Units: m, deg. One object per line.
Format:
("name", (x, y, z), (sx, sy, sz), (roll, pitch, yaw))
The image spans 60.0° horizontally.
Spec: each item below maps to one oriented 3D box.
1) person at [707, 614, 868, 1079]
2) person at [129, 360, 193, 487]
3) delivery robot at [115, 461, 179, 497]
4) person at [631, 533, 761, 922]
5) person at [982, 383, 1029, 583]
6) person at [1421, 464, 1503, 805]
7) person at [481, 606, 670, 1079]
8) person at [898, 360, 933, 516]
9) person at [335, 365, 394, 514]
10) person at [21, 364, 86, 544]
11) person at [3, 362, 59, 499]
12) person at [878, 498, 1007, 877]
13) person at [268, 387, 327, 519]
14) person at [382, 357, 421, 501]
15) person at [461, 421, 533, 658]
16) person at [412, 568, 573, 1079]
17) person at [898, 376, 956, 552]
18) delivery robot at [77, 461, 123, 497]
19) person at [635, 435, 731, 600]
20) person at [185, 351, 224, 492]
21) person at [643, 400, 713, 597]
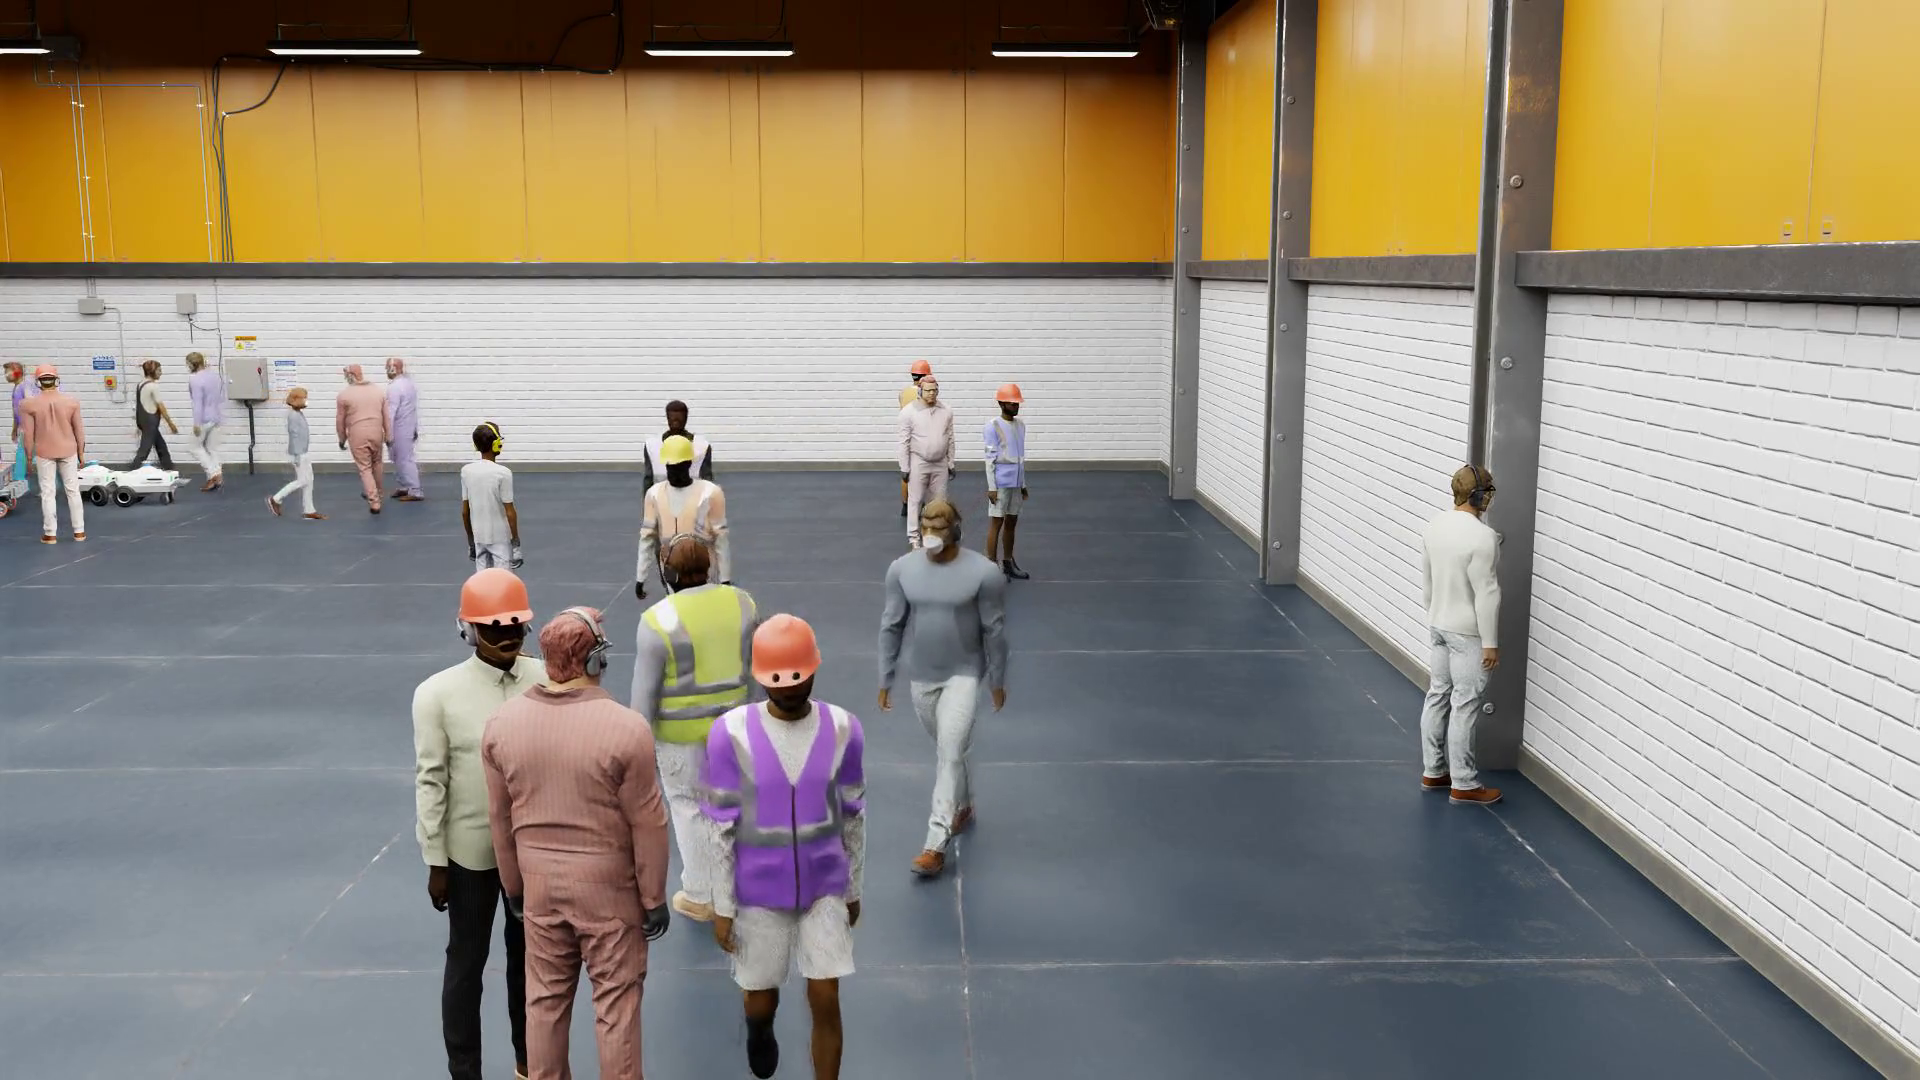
("person", (-0.600, 1.157, 5.736), (0.563, 1.912, 0.710), (-3, 10, -17))
("person", (-11.071, -1.560, 22.781), (0.940, 1.795, 0.496), (-8, 12, -42))
("delivery robot", (-10.445, -0.766, 21.380), (0.707, 0.478, 0.477), (-2, 9, -12))
("person", (-1.232, 0.873, 7.717), (0.658, 1.828, 0.446), (-9, 13, -43))
("person", (0.468, -0.558, 16.159), (0.357, 1.938, 0.542), (8, 12, 40))
("person", (2.863, 0.531, 9.481), (0.372, 1.940, 0.627), (-3, 10, -17))
("person", (-1.274, 1.168, 5.676), (0.642, 1.909, 0.409), (3, 10, 15))
("person", (-0.501, -1.230, 20.313), (0.542, 1.933, 0.383), (8, 13, 42))
("person", (-7.489, -1.270, 20.829), (0.667, 1.846, 0.949), (-9, 13, -44))
("person", (-10.025, -0.950, 18.419), (0.609, 1.986, 0.391), (-7, 12, -37))
("person", (-12.408, -1.434, 21.942), (0.868, 1.799, 0.596), (-7, 12, -37))
("person", (-0.097, 0.709, 8.590), (0.652, 1.880, 1.035), (4, 10, 22))
("person", (-8.016, -1.035, 20.049), (0.560, 1.613, 0.511), (-2, 9, -9))
("person", (-7.352, -1.435, 21.716), (0.630, 1.887, 0.666), (-1, 9, -4))
("person", (-3.576, 0.025, 12.779), (0.513, 1.877, 0.328), (4, 10, 24))
("person", (-1.632, 1.081, 5.935), (0.378, 1.996, 0.611), (9, 13, 43))
("person", (-0.338, -0.801, 17.781), (0.646, 1.903, 0.401), (-5, 10, -26))
("delivery robot", (-11.178, -0.784, 21.487), (0.707, 0.478, 0.477), (3, 10, 15))
("person", (-1.956, 0.232, 11.455), (0.620, 1.885, 0.904), (3, 10, 19))
("person", (-10.280, -1.599, 22.593), (0.445, 1.917, 0.669), (0, 9, -1))
("person", (-2.451, -0.267, 14.469), (0.629, 1.903, 0.463), (0, 9, -2))
